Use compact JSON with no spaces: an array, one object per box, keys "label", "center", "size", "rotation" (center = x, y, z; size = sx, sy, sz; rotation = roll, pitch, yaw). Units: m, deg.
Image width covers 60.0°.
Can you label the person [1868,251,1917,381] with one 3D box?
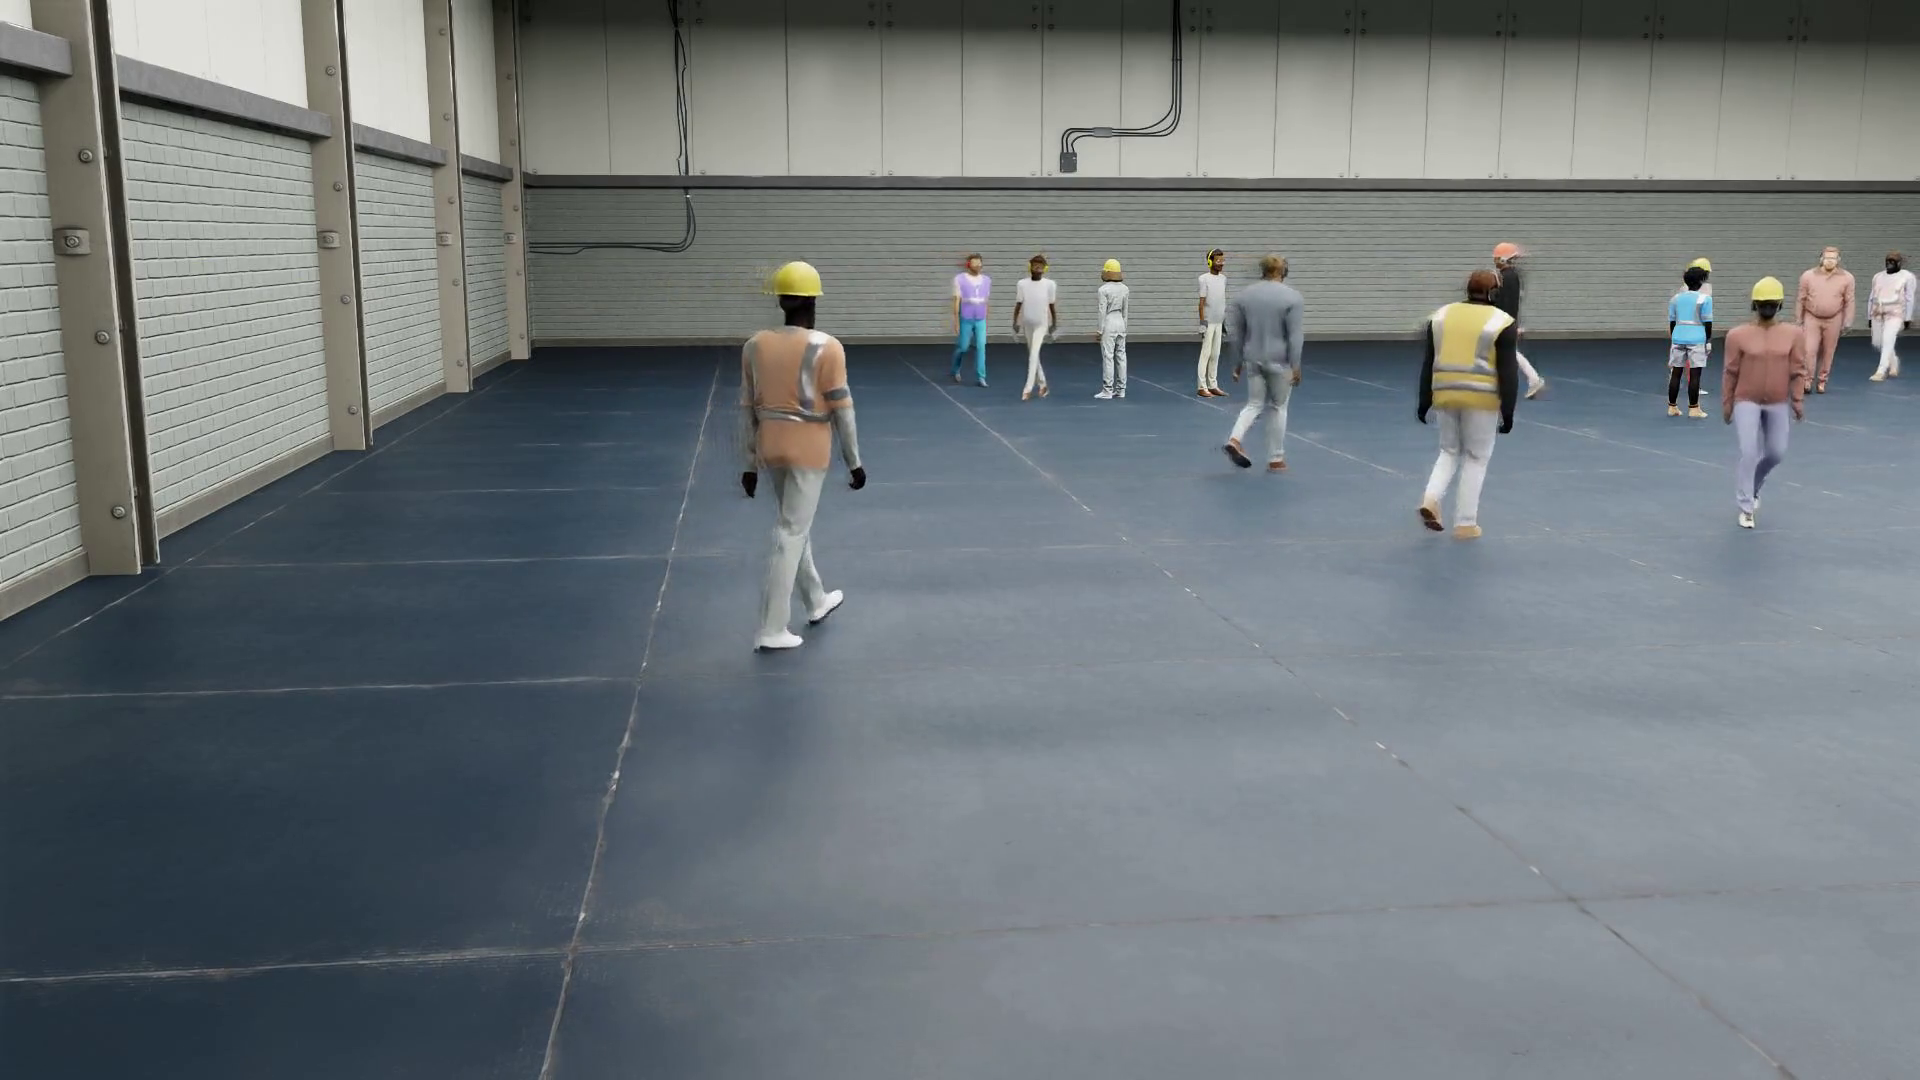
[{"label":"person","center":[13.210,-3.176,23.592],"size":[0.731,1.821,0.632],"rotation":[-6,12,-29]}]

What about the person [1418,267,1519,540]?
[{"label":"person","center":[3.387,-0.901,11.111],"size":[0.479,1.822,0.666],"rotation":[-10,14,-44]}]

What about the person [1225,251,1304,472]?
[{"label":"person","center":[2.585,-1.515,14.242],"size":[0.672,1.911,0.669],"rotation":[8,13,37]}]

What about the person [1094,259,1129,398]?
[{"label":"person","center":[1.903,-2.652,20.921],"size":[0.487,1.746,0.289],"rotation":[-8,13,-38]}]

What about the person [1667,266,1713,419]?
[{"label":"person","center":[8.165,-2.204,18.595],"size":[0.318,1.699,0.535],"rotation":[-7,12,-33]}]

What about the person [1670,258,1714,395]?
[{"label":"person","center":[9.486,-2.766,21.502],"size":[0.539,1.750,0.578],"rotation":[-6,12,-31]}]

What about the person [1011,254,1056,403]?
[{"label":"person","center":[0.943,-2.640,20.695],"size":[0.540,1.825,0.955],"rotation":[4,11,19]}]

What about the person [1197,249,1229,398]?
[{"label":"person","center":[3.217,-2.742,21.073],"size":[0.530,1.871,0.323],"rotation":[-10,14,-44]}]

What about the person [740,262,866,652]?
[{"label":"person","center":[-0.767,-0.428,8.314],"size":[0.589,1.886,0.957],"rotation":[6,12,32]}]

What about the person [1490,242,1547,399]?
[{"label":"person","center":[6.854,-2.725,20.755],"size":[0.940,1.963,0.625],"rotation":[7,13,35]}]

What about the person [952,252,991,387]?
[{"label":"person","center":[0.147,-3.002,22.630],"size":[0.576,1.827,0.775],"rotation":[-4,11,-23]}]

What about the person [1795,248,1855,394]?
[{"label":"person","center":[11.078,-2.790,21.314],"size":[0.679,1.868,0.905],"rotation":[5,11,24]}]

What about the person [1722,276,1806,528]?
[{"label":"person","center":[5.645,-0.985,11.754],"size":[0.527,1.752,0.612],"rotation":[2,11,11]}]
